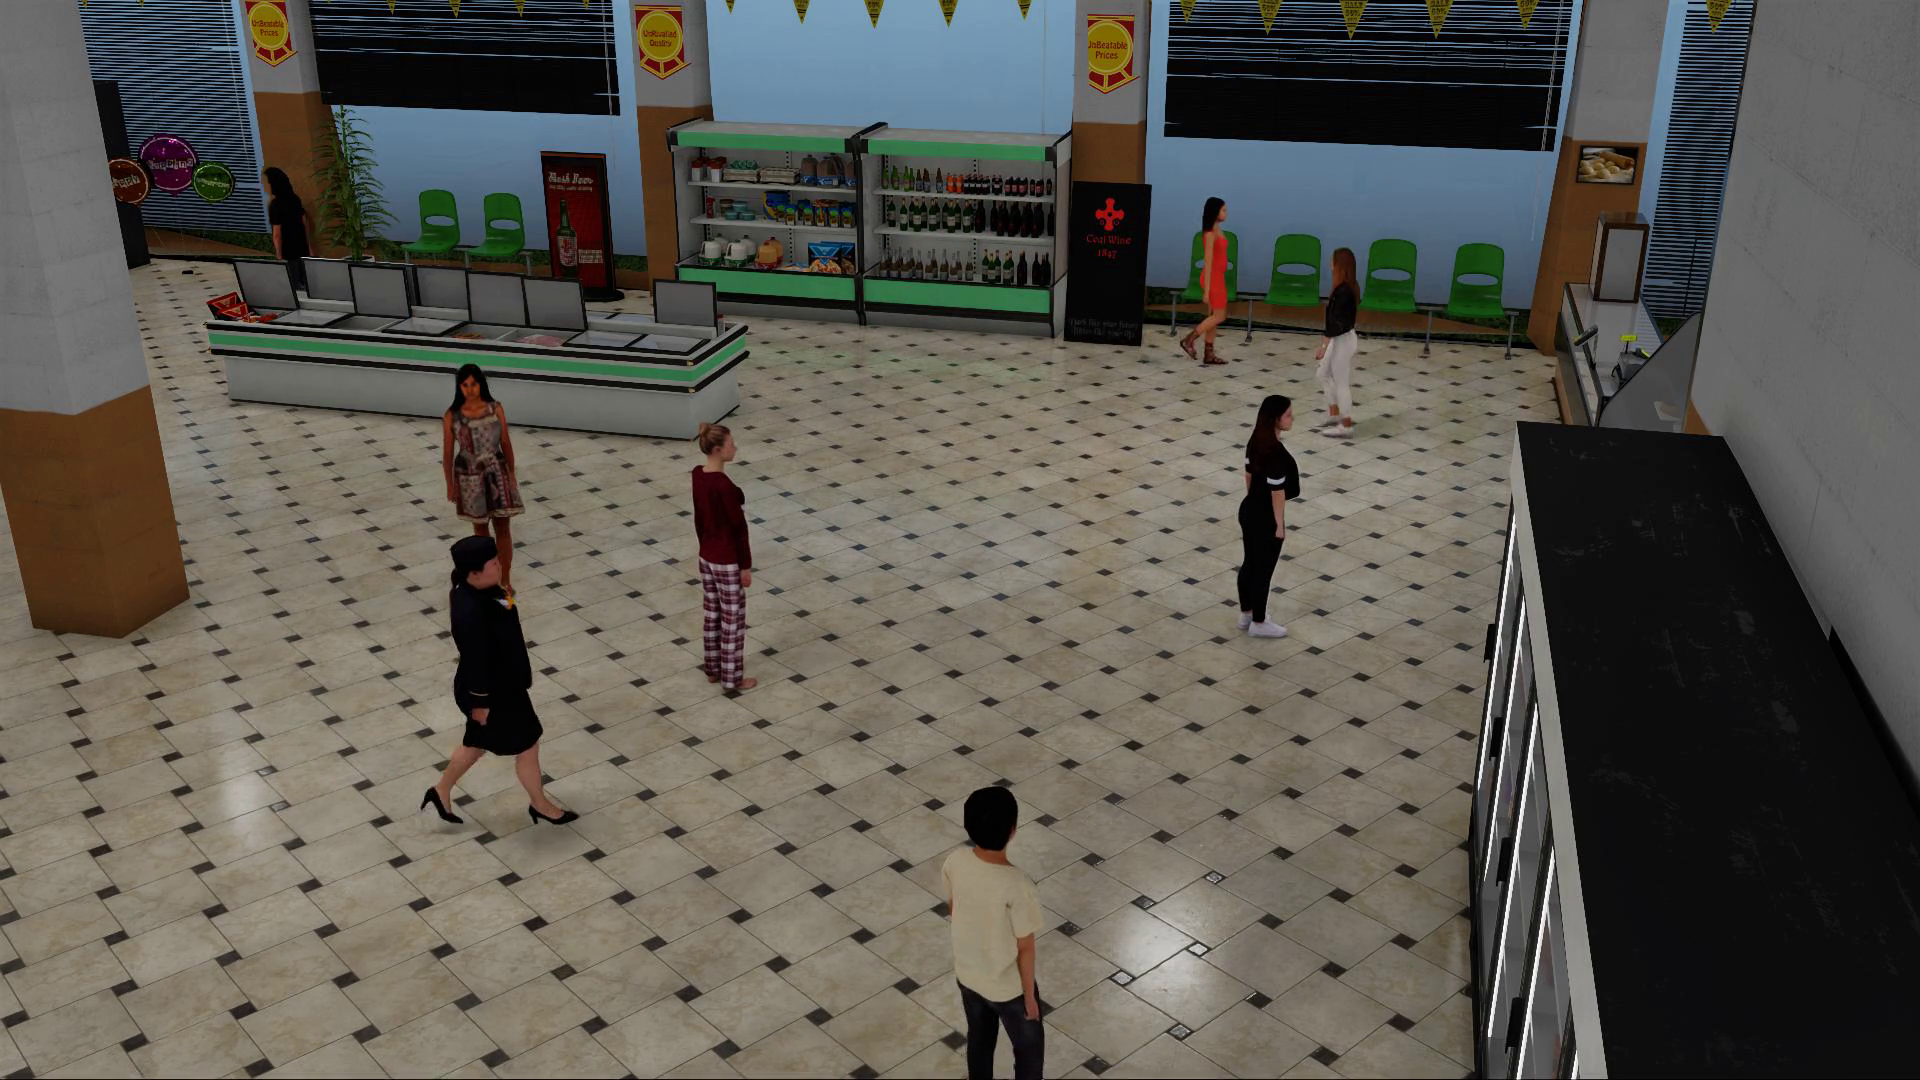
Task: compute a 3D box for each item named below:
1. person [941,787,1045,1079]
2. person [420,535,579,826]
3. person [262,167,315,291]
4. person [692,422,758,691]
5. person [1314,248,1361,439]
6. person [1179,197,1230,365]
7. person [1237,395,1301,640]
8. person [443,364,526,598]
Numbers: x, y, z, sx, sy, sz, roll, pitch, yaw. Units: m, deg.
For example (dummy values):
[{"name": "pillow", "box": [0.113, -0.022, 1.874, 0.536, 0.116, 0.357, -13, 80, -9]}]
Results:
[{"name": "person", "box": [0.109, 1.682, 6.351, 0.589, 1.583, 0.733, 17, 27, 36]}, {"name": "person", "box": [-2.480, 0.777, 8.526, 1.152, 1.641, 0.949, -3, 22, -7]}, {"name": "person", "box": [-7.214, -3.151, 18.075, 0.621, 1.810, 0.728, 9, 24, 22]}, {"name": "person", "box": [-1.447, 0.097, 10.137, 0.741, 1.701, 0.629, -18, 28, -38]}, {"name": "person", "box": [3.455, -1.722, 14.682, 0.585, 1.687, 0.605, 5, 23, 13]}, {"name": "person", "box": [2.486, -2.552, 16.869, 0.757, 1.598, 0.629, 3, 22, 9]}, {"name": "person", "box": [1.980, -0.160, 10.859, 0.732, 1.639, 0.705, -5, 23, -13]}, {"name": "person", "box": [-3.334, -0.455, 11.613, 0.940, 1.625, 0.961, -6, 23, -16]}]
